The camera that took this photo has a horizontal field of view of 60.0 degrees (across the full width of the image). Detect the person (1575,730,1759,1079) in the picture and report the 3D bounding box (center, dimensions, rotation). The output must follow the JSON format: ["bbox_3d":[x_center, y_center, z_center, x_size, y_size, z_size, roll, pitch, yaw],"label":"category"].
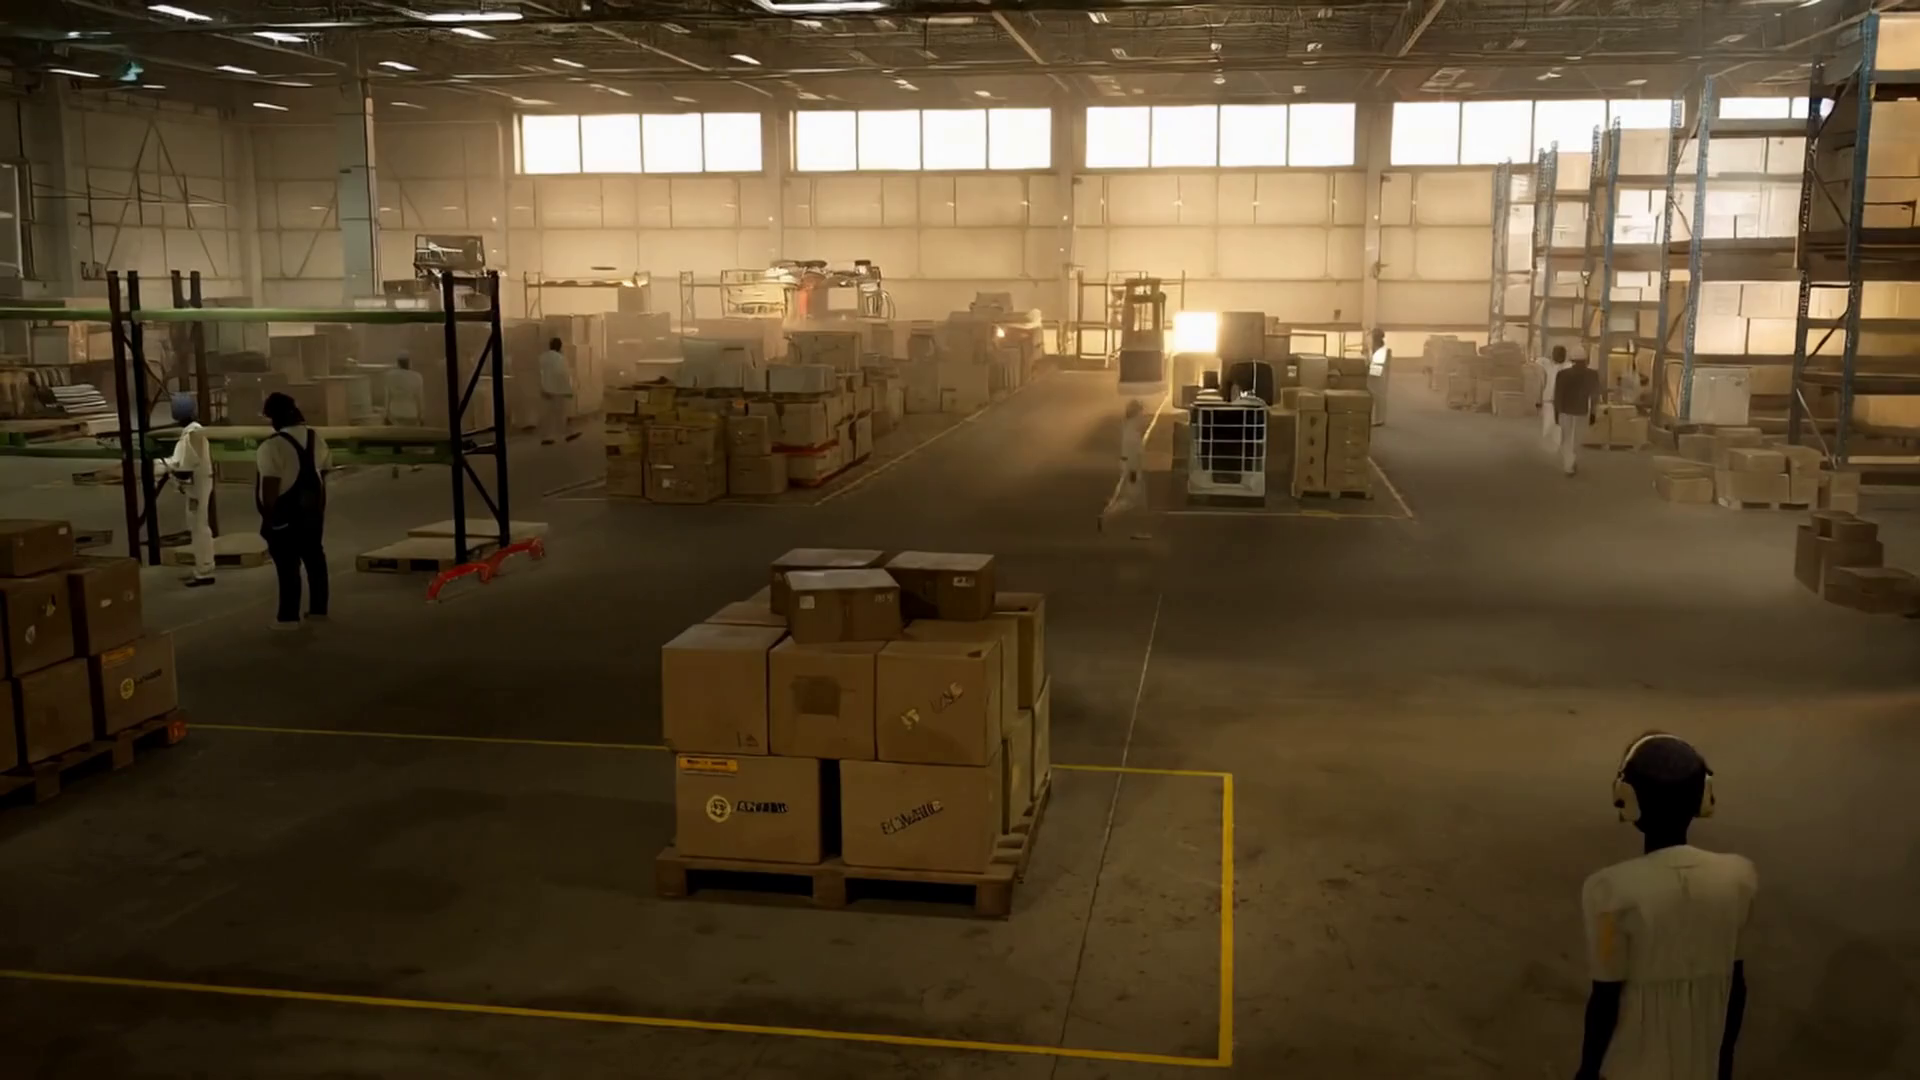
[{"bbox_3d":[1.790,1.414,4.327,0.521,1.865,0.336,-3,10,-15],"label":"person"}]

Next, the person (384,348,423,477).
[{"bbox_3d":[-8.221,-1.879,24.554,0.592,1.893,0.934,0,9,-1],"label":"person"}]

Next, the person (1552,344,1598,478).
[{"bbox_3d":[9.018,-1.906,24.453,0.626,1.973,0.631,2,9,9],"label":"person"}]

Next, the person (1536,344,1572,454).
[{"bbox_3d":[9.883,-2.312,27.452,0.631,1.823,0.631,-1,9,-4],"label":"person"}]

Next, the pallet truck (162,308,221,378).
[{"bbox_3d":[-21.869,-5.598,47.154,0.823,1.965,1.885,4,10,26],"label":"pallet truck"}]

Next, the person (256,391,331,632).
[{"bbox_3d":[-5.679,-0.252,14.052,0.537,2.000,0.678,4,10,25],"label":"person"}]

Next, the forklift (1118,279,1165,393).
[{"bbox_3d":[4.540,-5.104,41.392,1.129,2.768,1.873,1,9,9],"label":"forklift"}]

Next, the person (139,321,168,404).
[{"bbox_3d":[-18.411,-4.069,37.952,0.622,1.932,0.368,2,9,12],"label":"person"}]

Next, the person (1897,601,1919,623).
[{"bbox_3d":[8.457,-0.076,14.164,0.756,1.644,0.555,1,9,3],"label":"person"}]

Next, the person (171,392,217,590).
[{"bbox_3d":[-7.322,-0.467,15.869,0.355,1.882,0.575,-6,11,-31],"label":"person"}]

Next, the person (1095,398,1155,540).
[{"bbox_3d":[1.862,-0.791,18.661,0.601,1.616,0.517,4,10,21],"label":"person"}]

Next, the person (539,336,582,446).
[{"bbox_3d":[-6.994,-2.611,29.068,0.659,1.885,1.001,8,12,40],"label":"person"}]

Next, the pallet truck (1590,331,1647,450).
[{"bbox_3d":[11.253,-2.573,28.499,0.823,1.965,1.885,5,10,27],"label":"pallet truck"}]

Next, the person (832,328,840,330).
[{"bbox_3d":[-3.041,-4.503,41.616,0.513,1.607,0.774,6,11,33],"label":"person"}]

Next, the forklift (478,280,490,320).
[{"bbox_3d":[-12.677,-5.620,44.574,1.873,2.768,1.129,-3,10,-17],"label":"forklift"}]

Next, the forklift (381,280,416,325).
[{"bbox_3d":[-11.960,-4.169,35.627,1.873,2.768,1.129,1,9,9],"label":"forklift"}]

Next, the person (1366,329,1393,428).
[{"bbox_3d":[8.133,-3.135,32.244,0.397,1.911,0.587,-5,10,-28],"label":"person"}]
